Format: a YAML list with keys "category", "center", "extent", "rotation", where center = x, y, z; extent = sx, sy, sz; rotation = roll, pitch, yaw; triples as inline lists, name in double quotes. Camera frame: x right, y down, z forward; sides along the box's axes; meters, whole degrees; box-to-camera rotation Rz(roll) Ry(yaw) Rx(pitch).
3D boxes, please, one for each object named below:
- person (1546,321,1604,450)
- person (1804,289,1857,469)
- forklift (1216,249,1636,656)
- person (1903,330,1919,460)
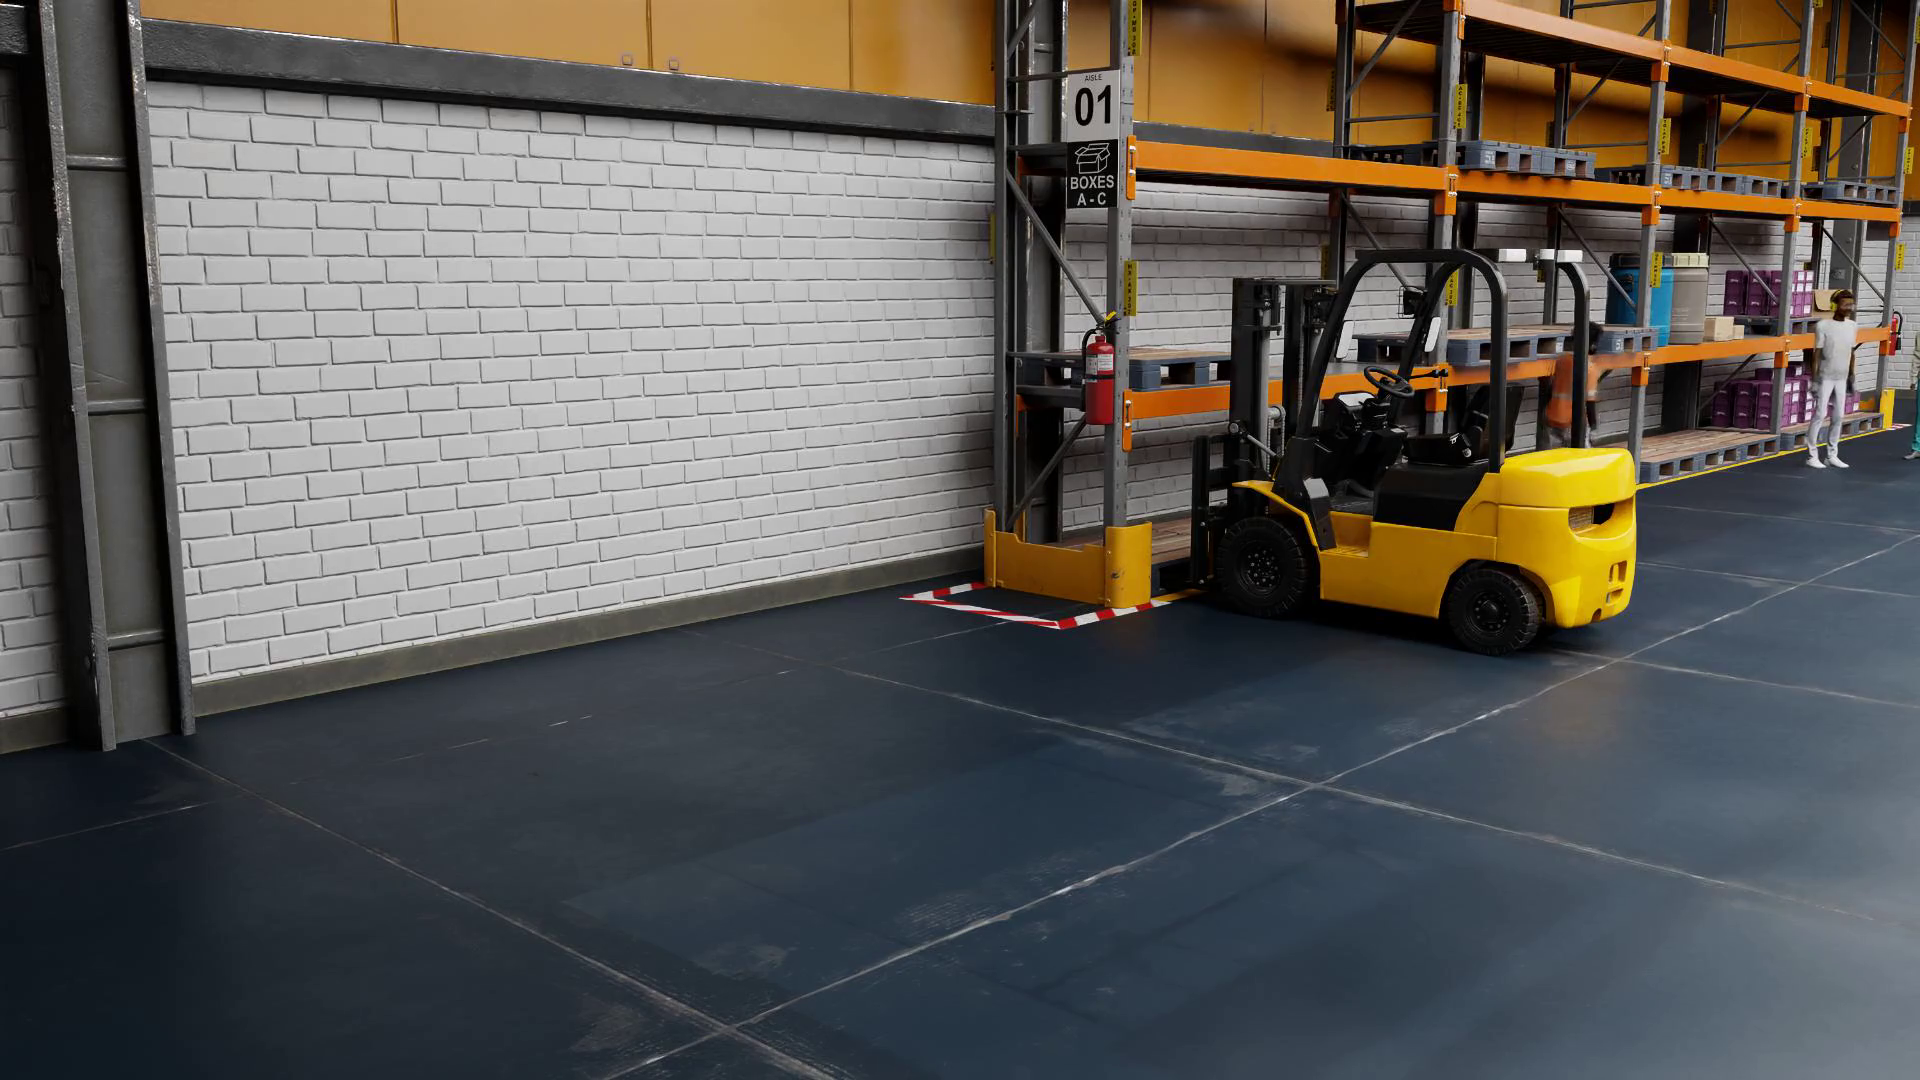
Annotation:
- category: "person"
  center: [4.853, -0.903, 13.208]
  extent: [0.320, 1.664, 0.621]
  rotation: [-1, 9, -9]
- category: "person"
  center: [9.084, -1.666, 17.295]
  extent: [0.527, 1.860, 0.321]
  rotation: [-2, 10, -13]
- category: "forklift"
  center: [2.710, -0.584, 9.626]
  extent: [2.313, 2.155, 1.214]
  rotation: [9, 13, 43]
- category: "person"
  center: [10.509, -1.716, 17.898]
  extent: [0.337, 1.761, 0.526]
  rotation: [-8, 12, -39]
